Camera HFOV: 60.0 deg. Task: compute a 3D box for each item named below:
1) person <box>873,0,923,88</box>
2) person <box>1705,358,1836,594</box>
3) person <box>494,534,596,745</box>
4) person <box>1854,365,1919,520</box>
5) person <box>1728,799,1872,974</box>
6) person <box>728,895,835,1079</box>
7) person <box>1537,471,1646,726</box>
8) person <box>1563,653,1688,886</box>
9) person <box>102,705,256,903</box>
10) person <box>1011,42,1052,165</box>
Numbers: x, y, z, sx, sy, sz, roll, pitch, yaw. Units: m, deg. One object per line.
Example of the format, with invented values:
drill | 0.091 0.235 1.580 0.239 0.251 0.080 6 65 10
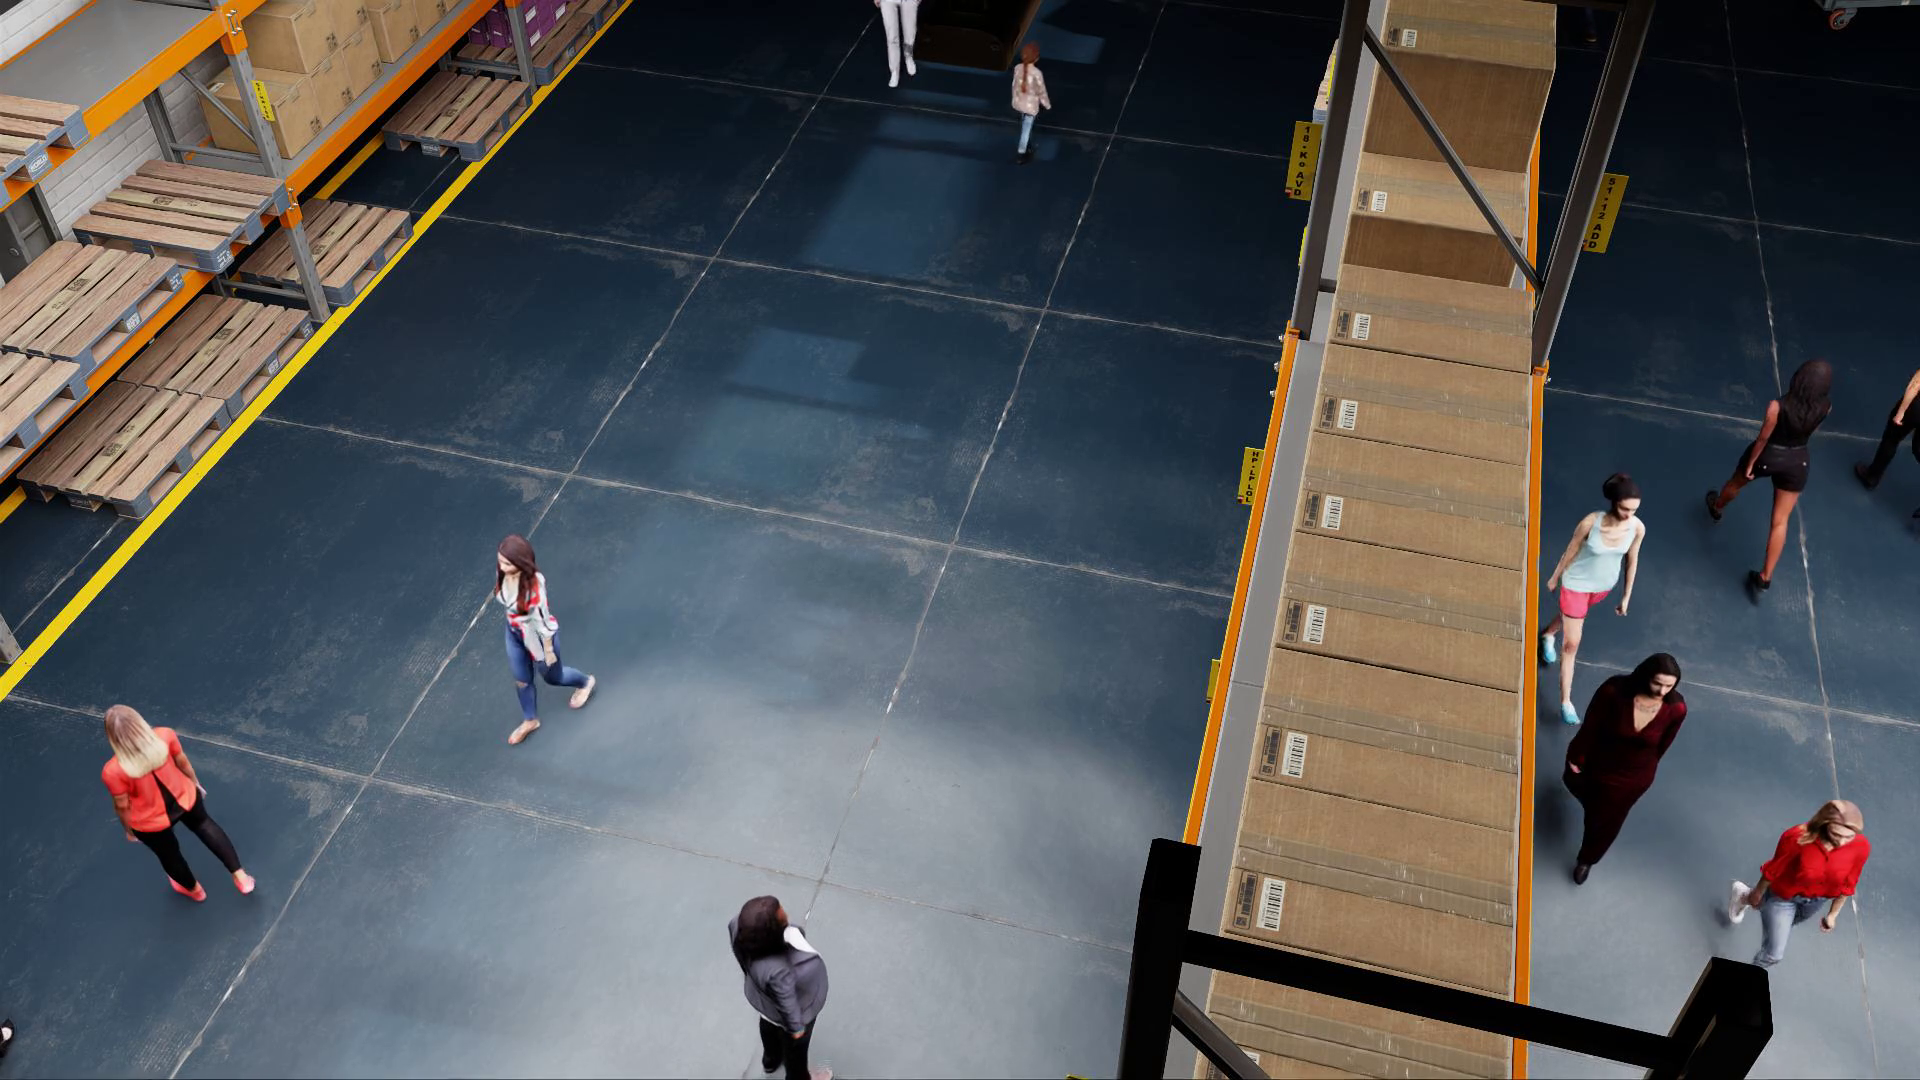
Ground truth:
person | -0.602 -5.434 16.426 0.729 1.877 0.755 1 44 1
person | 5.586 -0.421 11.306 0.774 1.681 1.315 1 44 1
person | -2.600 0.562 10.336 0.814 1.597 0.997 27 50 26
person | 6.885 -0.875 11.792 0.848 1.669 1.097 -6 44 -6
person | 4.462 1.850 8.929 0.755 1.672 1.115 2 44 2
person | -0.922 2.319 8.490 0.846 1.598 0.799 -27 50 -26
person | 3.971 0.238 10.588 0.826 1.718 1.228 0 44 0
person | 3.762 1.192 9.583 0.733 1.724 1.063 16 46 16
person | -4.380 1.529 9.258 0.827 1.683 0.865 25 49 24
person | 0.601 -4.048 15.475 0.626 1.183 0.707 34 53 30
